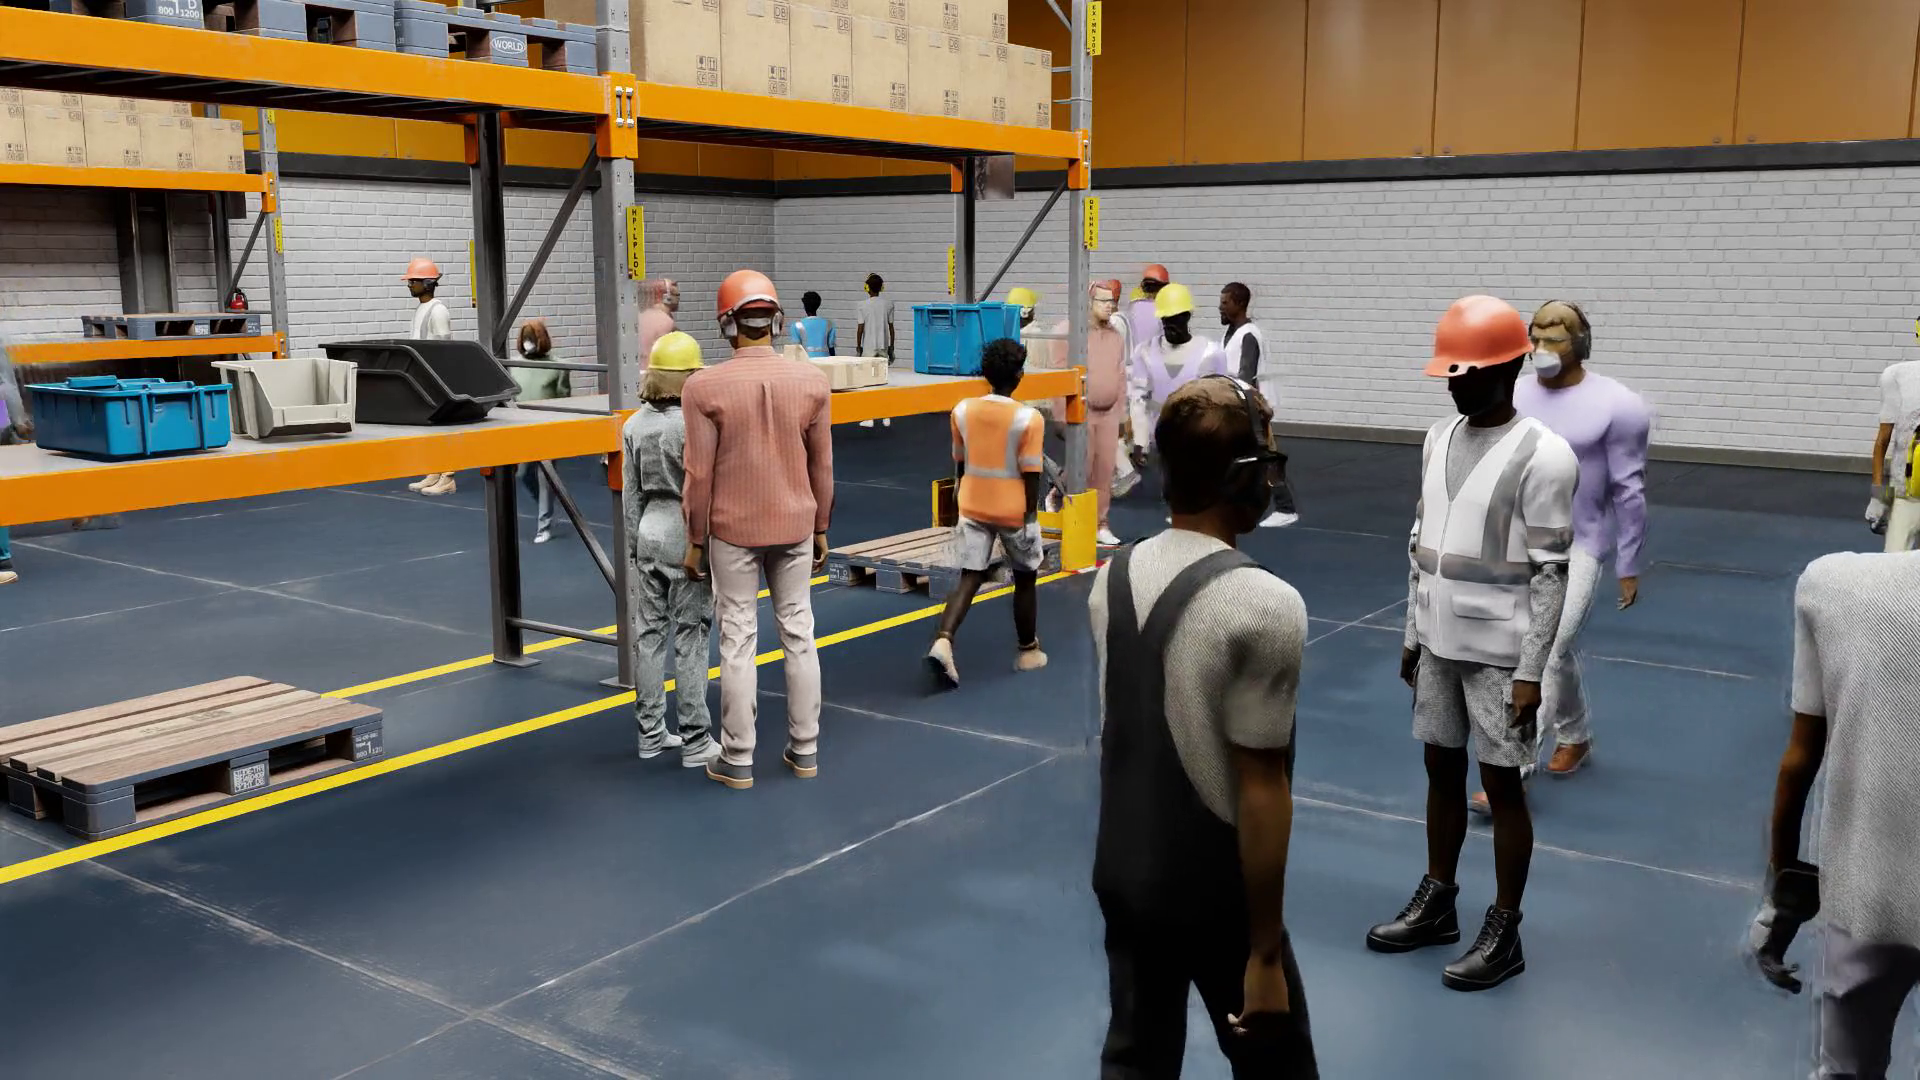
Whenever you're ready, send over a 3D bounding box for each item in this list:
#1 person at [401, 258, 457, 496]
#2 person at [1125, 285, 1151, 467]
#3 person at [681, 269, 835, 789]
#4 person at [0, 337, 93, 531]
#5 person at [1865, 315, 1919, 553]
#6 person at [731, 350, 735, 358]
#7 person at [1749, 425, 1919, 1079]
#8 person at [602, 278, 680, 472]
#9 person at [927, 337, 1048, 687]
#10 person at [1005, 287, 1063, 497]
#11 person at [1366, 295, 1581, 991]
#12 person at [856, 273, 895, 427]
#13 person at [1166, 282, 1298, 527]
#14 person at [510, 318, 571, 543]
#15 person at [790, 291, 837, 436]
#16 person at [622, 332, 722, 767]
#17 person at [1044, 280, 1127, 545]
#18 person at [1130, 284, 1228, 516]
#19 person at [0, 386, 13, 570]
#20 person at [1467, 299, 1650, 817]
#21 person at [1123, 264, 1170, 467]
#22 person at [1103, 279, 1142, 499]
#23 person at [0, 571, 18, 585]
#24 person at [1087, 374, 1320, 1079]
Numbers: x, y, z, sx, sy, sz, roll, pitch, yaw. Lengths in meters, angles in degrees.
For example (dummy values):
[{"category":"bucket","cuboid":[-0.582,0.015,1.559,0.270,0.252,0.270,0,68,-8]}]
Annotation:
[{"category":"person","cuboid":[-4.599,-1.406,14.401,0.377,2.045,0.605,-7,12,-35]},{"category":"person","cuboid":[1.800,-1.631,16.527,0.610,1.786,0.944,1,10,5]},{"category":"person","cuboid":[-0.778,-0.037,6.416,0.608,1.989,0.387,-5,11,-27]},{"category":"person","cuboid":[-6.878,-0.912,12.048,1.102,1.871,0.656,-7,12,-36]},{"category":"person","cuboid":[4.484,-0.192,7.703,0.510,1.868,0.328,2,10,14]},{"category":"person","cuboid":[-1.678,-0.938,12.886,0.527,1.600,0.740,8,12,40]},{"category":"person","cuboid":[1.563,0.654,2.732,0.531,1.842,0.537,-9,13,-42]},{"category":"person","cuboid":[-2.751,-1.411,14.961,0.913,1.874,0.637,-6,11,-30]},{"category":"person","cuboid":[0.152,-0.132,7.937,0.532,1.669,0.809,5,11,29]},{"category":"person","cuboid":[0.574,-1.173,13.697,0.518,1.812,0.607,-2,10,-13]},{"category":"person","cuboid":[1.431,0.287,4.663,0.367,1.930,0.542,-5,11,-27]},{"category":"person","cuboid":[-1.038,-2.316,20.327,0.513,1.877,0.328,-4,10,-22]},{"category":"person","cuboid":[2.121,-1.003,12.557,1.014,1.872,0.594,-2,10,-10]},{"category":"person","cuboid":[-3.065,-0.811,12.144,0.506,1.616,0.631,0,10,3]},{"category":"person","cuboid":[-1.596,-1.852,18.084,0.540,1.696,0.317,-4,10,-25]},{"category":"person","cuboid":[-1.129,0.038,6.703,0.494,1.741,0.309,7,12,35]},{"category":"person","cuboid":[0.902,-0.908,11.894,0.662,1.886,0.551,-7,12,-34]},{"category":"person","cuboid":[1.316,-0.612,10.172,0.587,1.870,1.001,5,11,25]},{"category":"person","cuboid":[-6.421,-0.708,10.857,0.388,1.837,0.563,-8,12,-38]},{"category":"person","cuboid":[2.201,0.049,6.239,1.037,1.885,0.652,-9,13,-43]},{"category":"person","cuboid":[1.776,-1.610,15.763,0.622,2.008,1.003,6,11,32]},{"category":"person","cuboid":[1.266,-1.258,14.024,0.417,1.870,0.619,1,10,6]},{"category":"person","cuboid":[-6.221,-0.627,10.364,0.634,1.841,0.429,6,11,30]},{"category":"person","cuboid":[0.512,0.619,2.986,0.744,1.823,0.544,-7,12,-35]}]
